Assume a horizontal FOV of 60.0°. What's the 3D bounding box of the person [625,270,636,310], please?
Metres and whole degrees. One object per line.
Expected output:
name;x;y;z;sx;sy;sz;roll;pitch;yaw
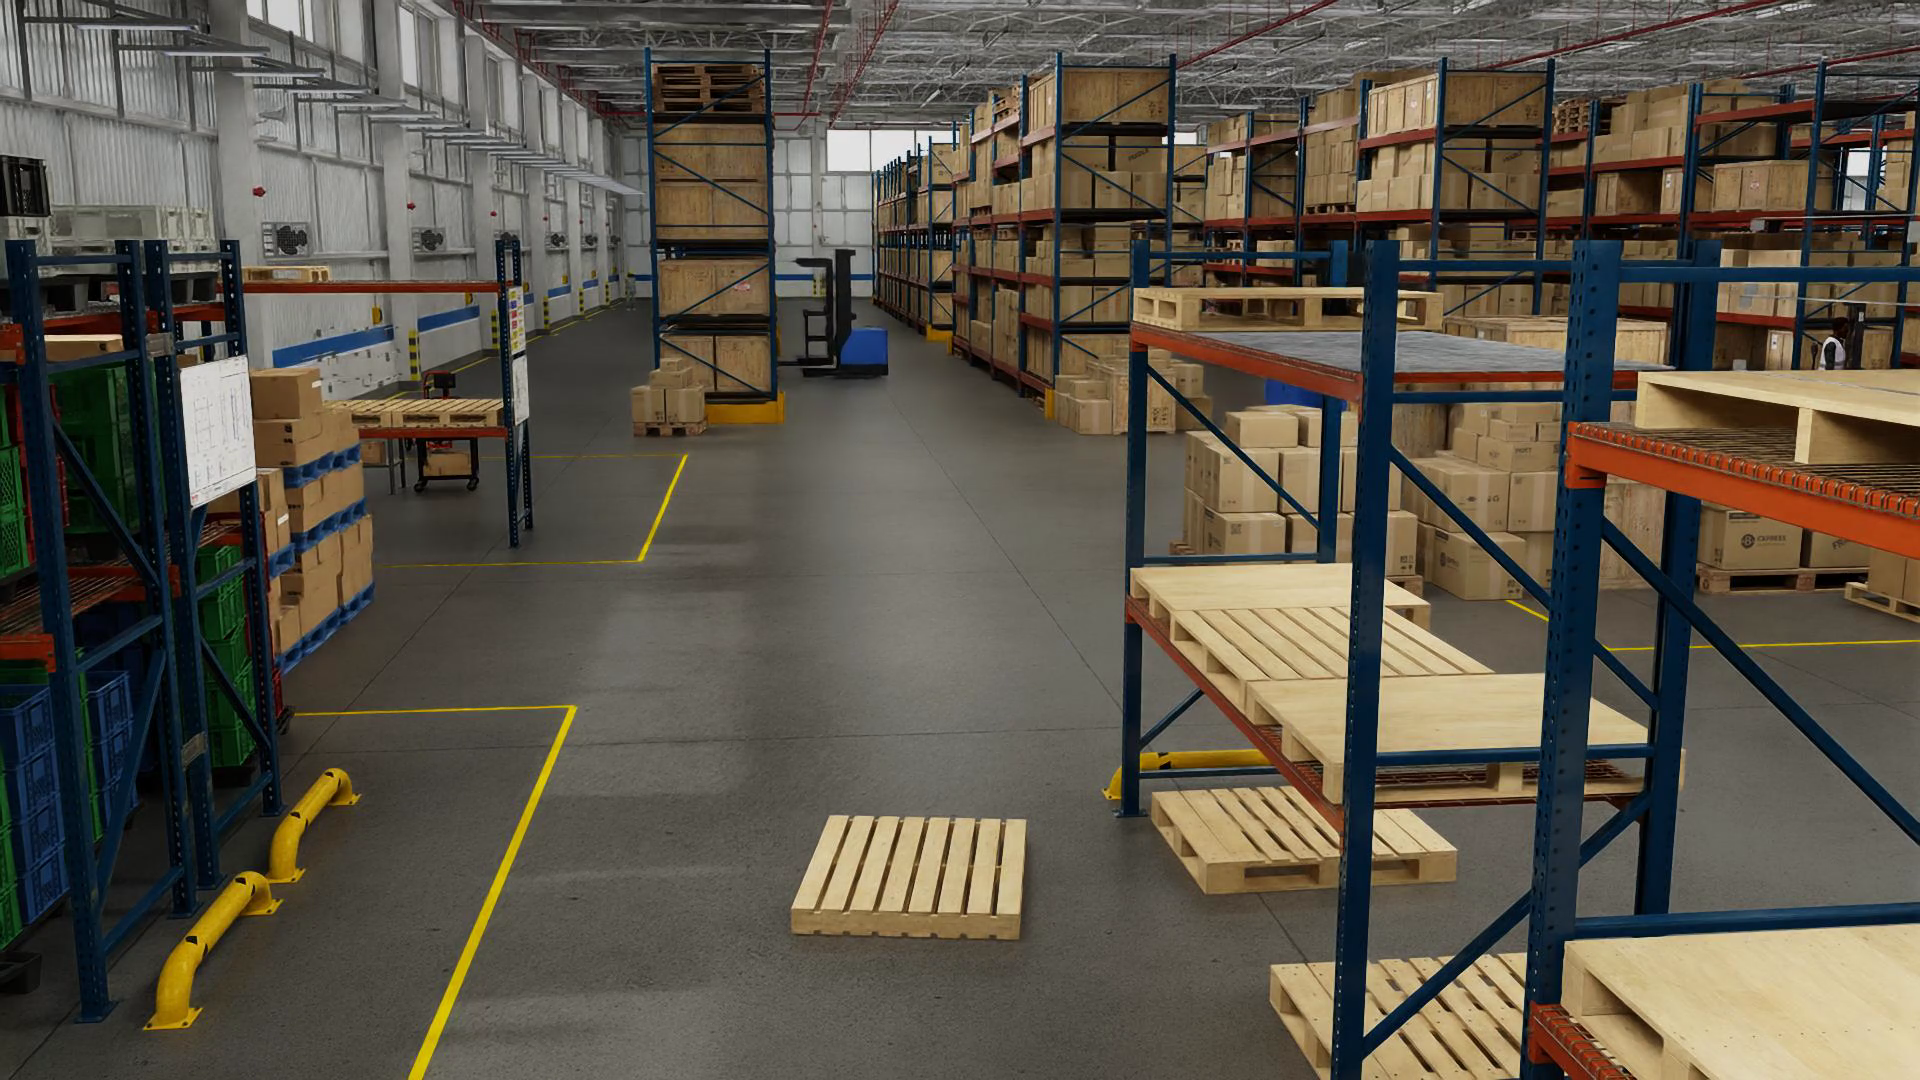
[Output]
person;-14.232;-10.794;71.900;0.491;1.741;0.323;-8;13;-37

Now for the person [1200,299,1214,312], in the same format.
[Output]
person;7.434;-6.833;49.576;0.819;1.879;0.645;-1;10;-3

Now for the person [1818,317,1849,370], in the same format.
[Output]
person;12.905;-2.348;24.651;0.388;1.910;0.591;7;13;36

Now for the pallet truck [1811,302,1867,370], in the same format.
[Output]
pallet truck;15.846;-3.142;28.793;1.885;1.965;0.823;2;10;12

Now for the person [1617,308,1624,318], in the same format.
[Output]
person;11.592;-3.192;29.493;0.628;1.847;0.429;10;14;42

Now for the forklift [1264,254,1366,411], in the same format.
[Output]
forklift;5.502;-2.771;24.286;1.873;2.768;1.129;-4;11;-22

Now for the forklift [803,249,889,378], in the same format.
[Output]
forklift;-2.549;-5.022;36.758;1.873;2.768;1.129;-1;10;-6

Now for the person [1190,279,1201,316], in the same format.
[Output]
person;7.027;-6.906;50.054;1.016;1.859;0.659;-1;10;-4
